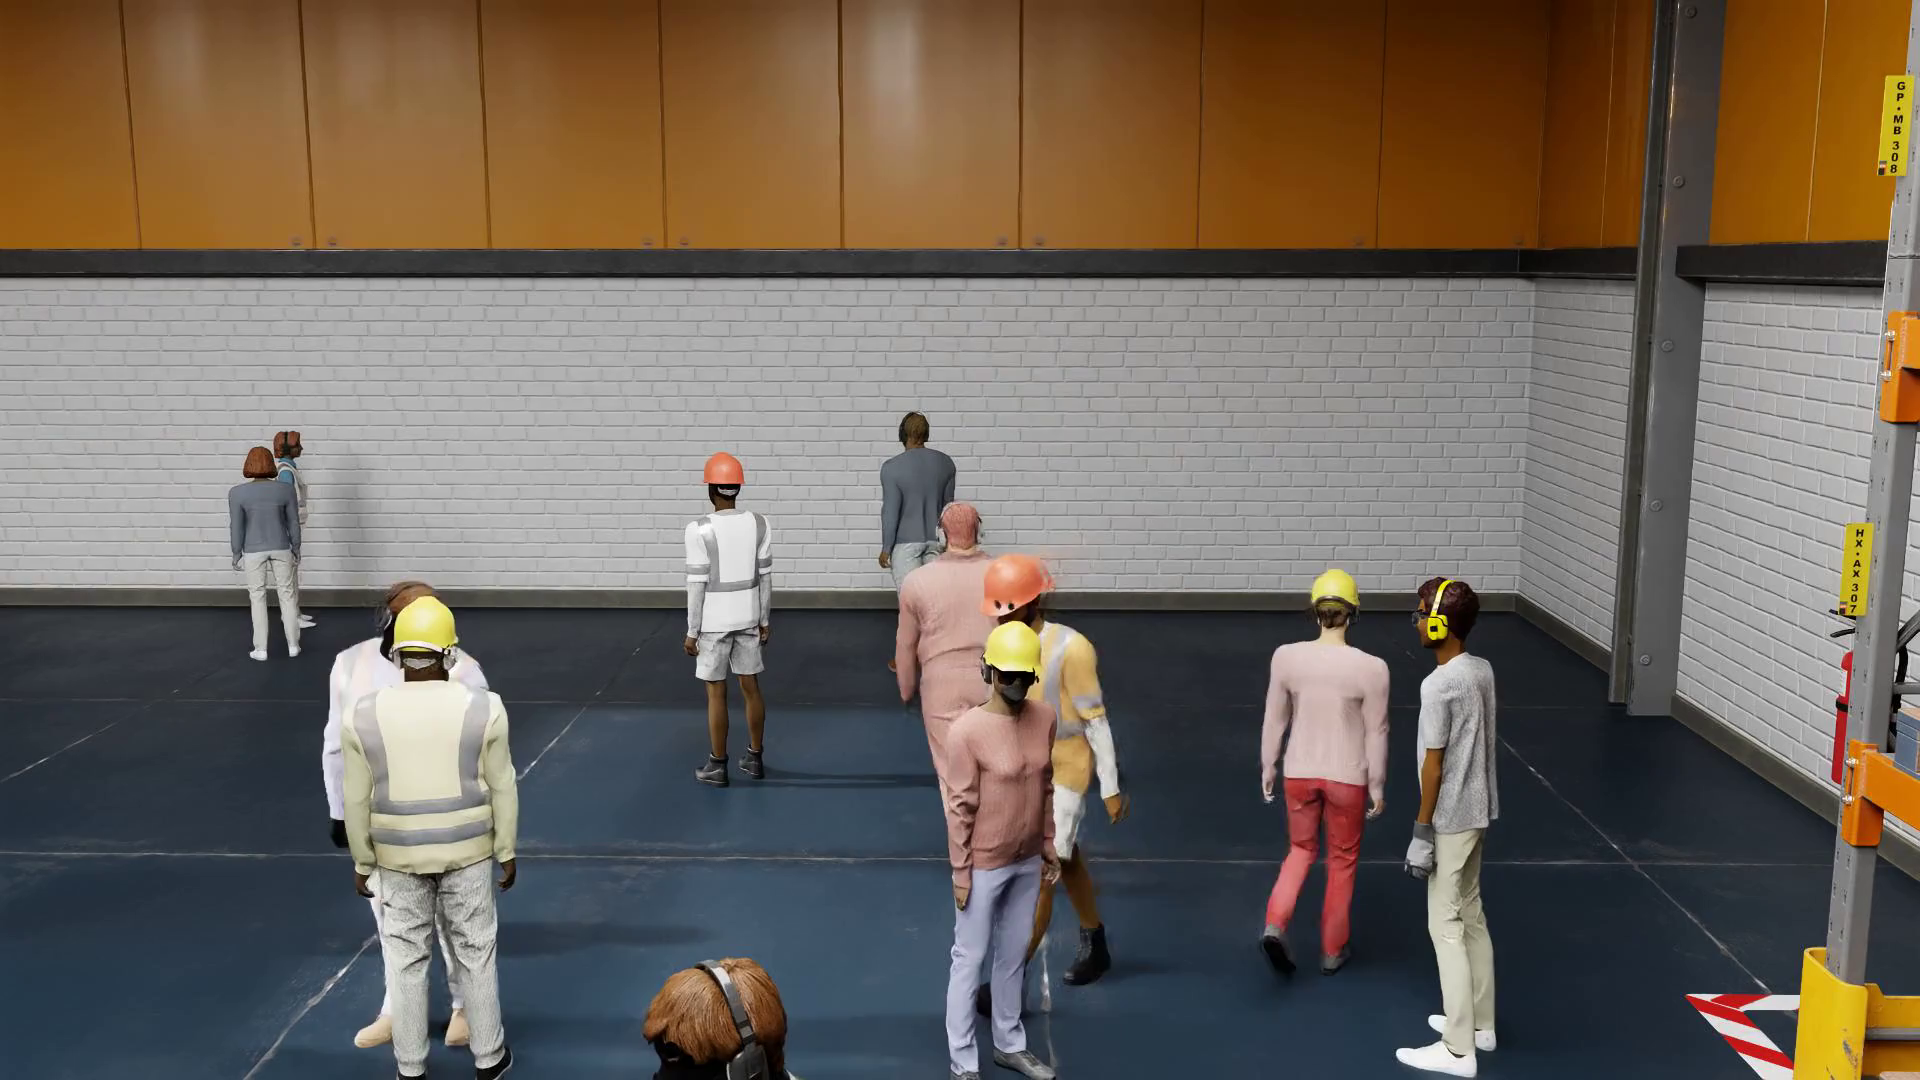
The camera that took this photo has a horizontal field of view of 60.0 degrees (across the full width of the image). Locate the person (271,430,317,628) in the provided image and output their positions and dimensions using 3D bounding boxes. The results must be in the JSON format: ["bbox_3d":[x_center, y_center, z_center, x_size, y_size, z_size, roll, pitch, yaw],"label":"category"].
[{"bbox_3d":[-5.566,-0.093,13.826,0.315,1.641,0.515,-4,10,-23],"label":"person"}]

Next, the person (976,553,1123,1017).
[{"bbox_3d":[0.298,0.976,6.746,0.999,1.867,0.599,-8,12,-39],"label":"person"}]

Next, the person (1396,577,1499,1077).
[{"bbox_3d":[1.859,1.066,6.275,0.379,1.855,0.521,7,12,36],"label":"person"}]

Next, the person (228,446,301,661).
[{"bbox_3d":[-5.288,0.101,12.685,0.507,1.632,0.268,-6,11,-32],"label":"person"}]

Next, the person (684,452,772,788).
[{"bbox_3d":[-1.351,0.460,9.626,0.552,1.937,0.356,-7,12,-36],"label":"person"}]

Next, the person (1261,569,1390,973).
[{"bbox_3d":[1.510,0.996,6.980,0.535,1.744,0.549,6,11,32],"label":"person"}]

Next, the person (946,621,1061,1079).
[{"bbox_3d":[0.169,1.152,6.004,0.526,1.765,0.329,-9,13,-42],"label":"person"}]

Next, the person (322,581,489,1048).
[{"bbox_3d":[-2.122,1.061,6.402,0.669,1.825,0.431,2,10,13],"label":"person"}]

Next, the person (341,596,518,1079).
[{"bbox_3d":[-1.903,1.112,6.032,0.595,1.831,0.403,-2,10,-11],"label":"person"}]

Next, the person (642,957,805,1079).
[{"bbox_3d":[-0.378,1.623,2.998,0.430,1.833,0.632,-8,12,-40],"label":"person"}]

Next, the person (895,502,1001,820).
[{"bbox_3d":[-0.009,0.732,8.252,0.647,1.846,0.994,-2,10,-14],"label":"person"}]

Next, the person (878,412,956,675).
[{"bbox_3d":[-0.319,0.026,12.222,0.627,1.940,0.371,-6,11,-33],"label":"person"}]
